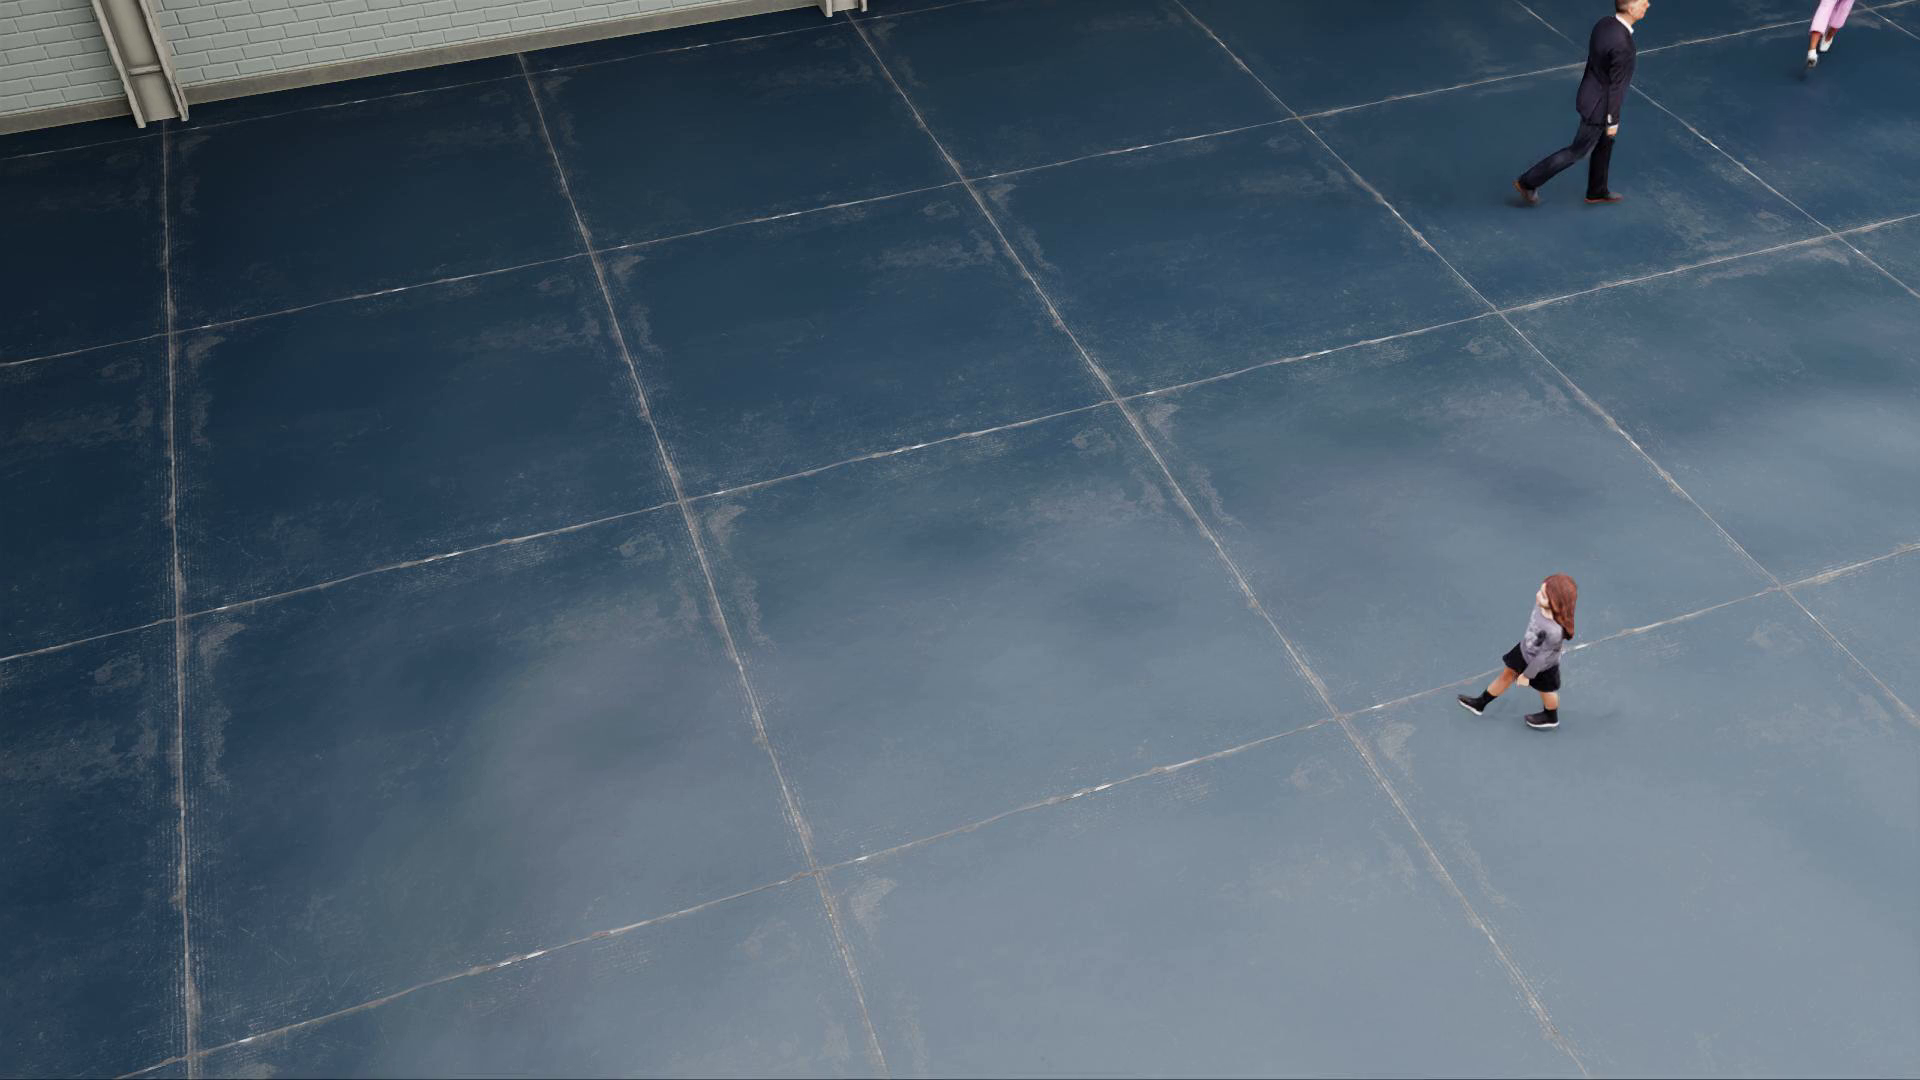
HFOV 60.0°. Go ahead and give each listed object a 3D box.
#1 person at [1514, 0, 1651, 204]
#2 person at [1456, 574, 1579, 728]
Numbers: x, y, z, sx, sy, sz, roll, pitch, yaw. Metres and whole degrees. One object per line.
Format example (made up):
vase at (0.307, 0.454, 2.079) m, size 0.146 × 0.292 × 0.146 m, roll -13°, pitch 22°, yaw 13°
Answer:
person at (4.690, -3.281, 12.417) m, size 1.234 × 1.789 × 1.003 m, roll 4°, pitch 43°, yaw 4°
person at (3.115, 0.610, 8.775) m, size 0.836 × 1.072 × 0.638 m, roll 0°, pitch 43°, yaw 0°
